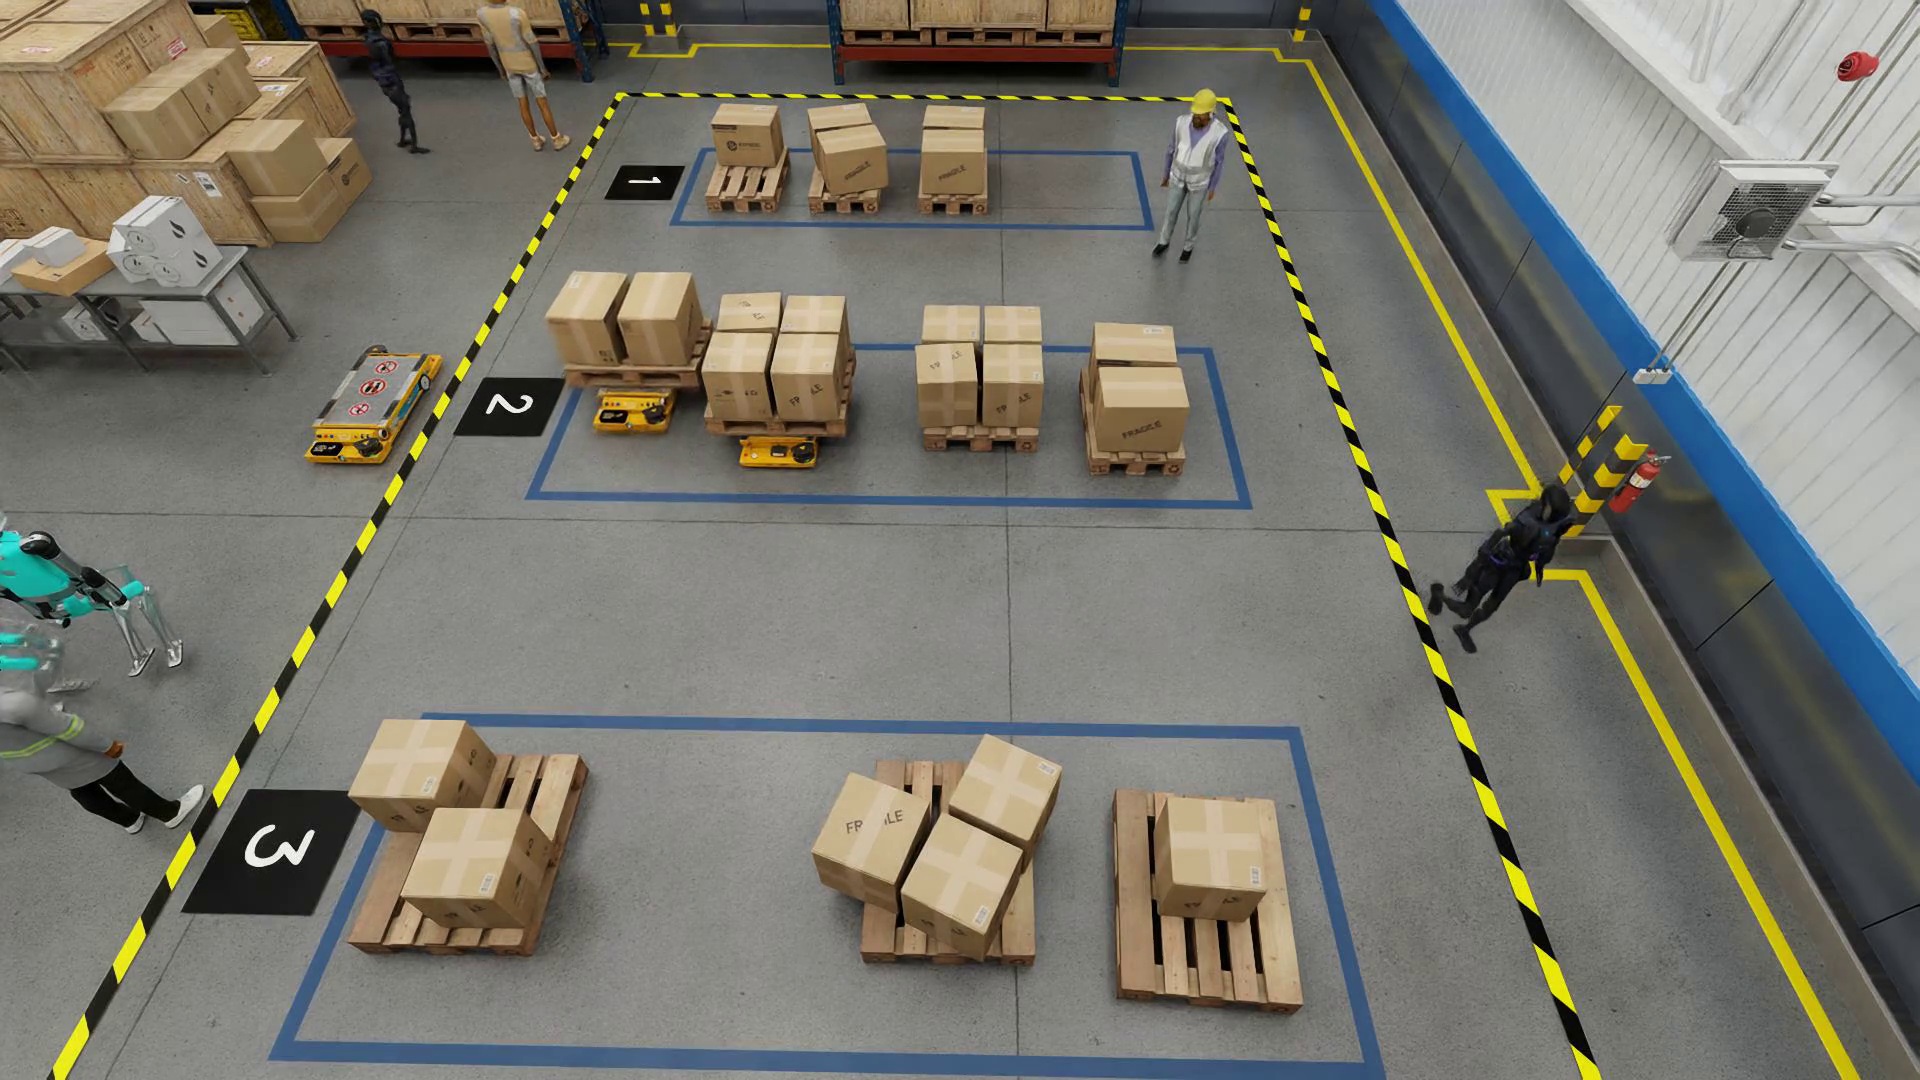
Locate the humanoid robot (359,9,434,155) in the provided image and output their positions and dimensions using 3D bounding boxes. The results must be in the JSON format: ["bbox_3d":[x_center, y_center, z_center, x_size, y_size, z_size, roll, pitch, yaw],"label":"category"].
[{"bbox_3d":[-6.921,-5.536,11.129,0.401,1.639,0.611,-36,58,-26],"label":"humanoid robot"}]

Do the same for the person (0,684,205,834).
[{"bbox_3d":[-5.237,1.191,5.323,0.588,1.851,0.386,-4,50,-3],"label":"person"}]

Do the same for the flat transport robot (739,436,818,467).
[{"bbox_3d":[-1.582,-1.235,8.394,0.652,0.197,1.431,1,50,1],"label":"flat transport robot"}]

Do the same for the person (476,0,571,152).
[{"bbox_3d":[-5.296,-5.733,11.064,0.605,2.032,0.398,2,50,2],"label":"person"}]

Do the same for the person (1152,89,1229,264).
[{"bbox_3d":[2.385,-3.753,9.517,0.599,1.829,0.404,23,54,19],"label":"person"}]

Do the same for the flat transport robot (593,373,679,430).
[{"bbox_3d":[-2.974,-1.599,8.702,0.652,0.197,1.431,1,50,1],"label":"flat transport robot"}]

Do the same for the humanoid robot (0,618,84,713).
[{"bbox_3d":[-6.345,0.617,5.848,0.737,1.736,0.533,-16,52,-13],"label":"humanoid robot"}]

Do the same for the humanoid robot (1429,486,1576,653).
[{"bbox_3d":[3.736,0.135,6.334,0.614,1.642,0.487,-7,50,-6],"label":"humanoid robot"}]

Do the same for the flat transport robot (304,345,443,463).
[{"bbox_3d":[-5.383,-1.269,8.441,0.659,0.231,1.431,1,50,1],"label":"flat transport robot"}]

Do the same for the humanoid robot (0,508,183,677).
[{"bbox_3d":[-5.829,0.263,6.097,0.533,1.672,0.735,-12,51,-10],"label":"humanoid robot"}]
